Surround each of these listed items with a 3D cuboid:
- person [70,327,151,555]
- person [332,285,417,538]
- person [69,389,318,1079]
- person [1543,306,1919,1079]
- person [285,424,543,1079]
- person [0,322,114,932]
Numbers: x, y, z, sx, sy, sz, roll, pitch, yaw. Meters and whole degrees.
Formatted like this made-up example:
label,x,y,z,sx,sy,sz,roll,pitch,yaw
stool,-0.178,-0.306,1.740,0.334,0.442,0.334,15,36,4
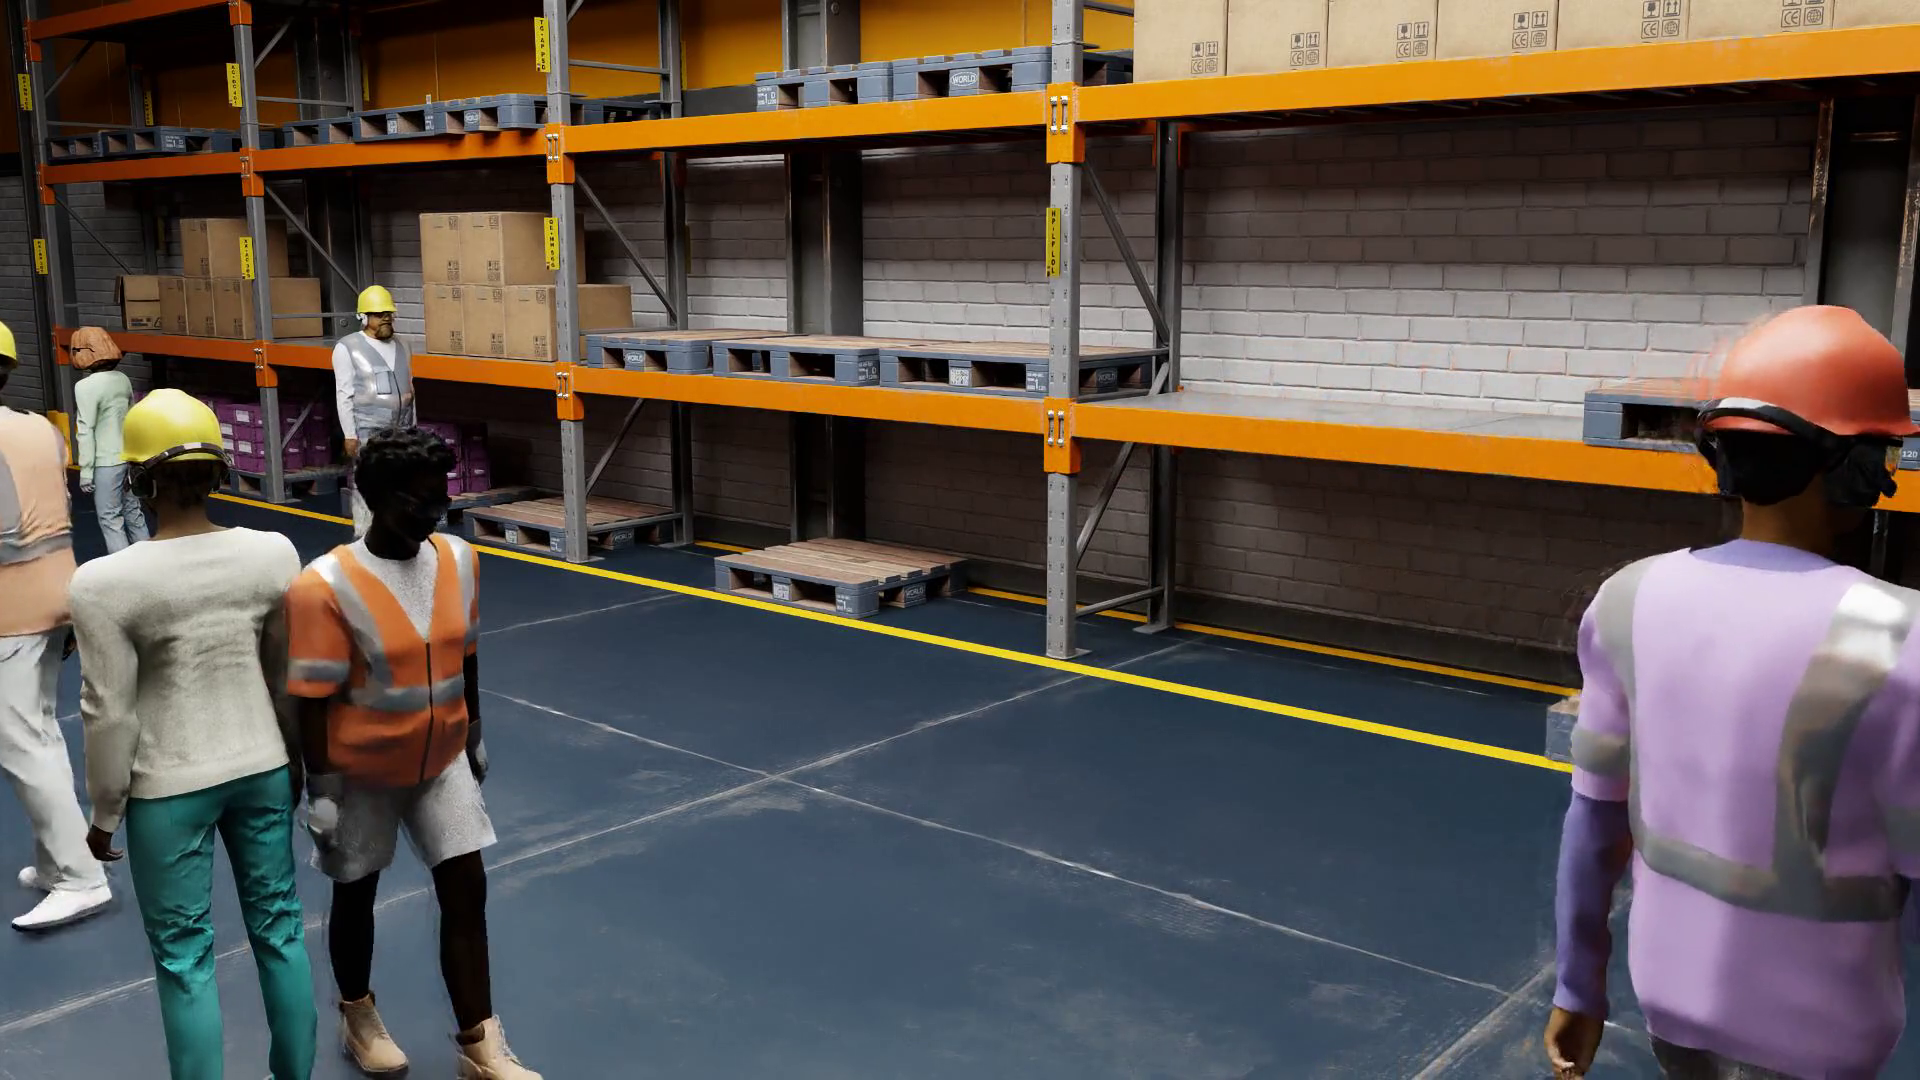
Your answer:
label,x,y,z,sx,sy,sz,roll,pitch,yaw
person,-4.950,-0.422,9.675,0.288,1.626,0.497,0,10,2
person,-3.763,-0.732,10.836,0.403,1.835,0.588,7,12,33
person,-1.721,0.543,3.773,0.311,1.769,0.525,7,12,35
person,1.105,0.666,2.421,1.019,2.008,0.602,-4,11,-22
person,-1.305,0.553,3.983,0.765,1.650,0.563,8,12,37
person,-2.944,0.240,5.207,0.579,1.881,0.693,0,10,-1
